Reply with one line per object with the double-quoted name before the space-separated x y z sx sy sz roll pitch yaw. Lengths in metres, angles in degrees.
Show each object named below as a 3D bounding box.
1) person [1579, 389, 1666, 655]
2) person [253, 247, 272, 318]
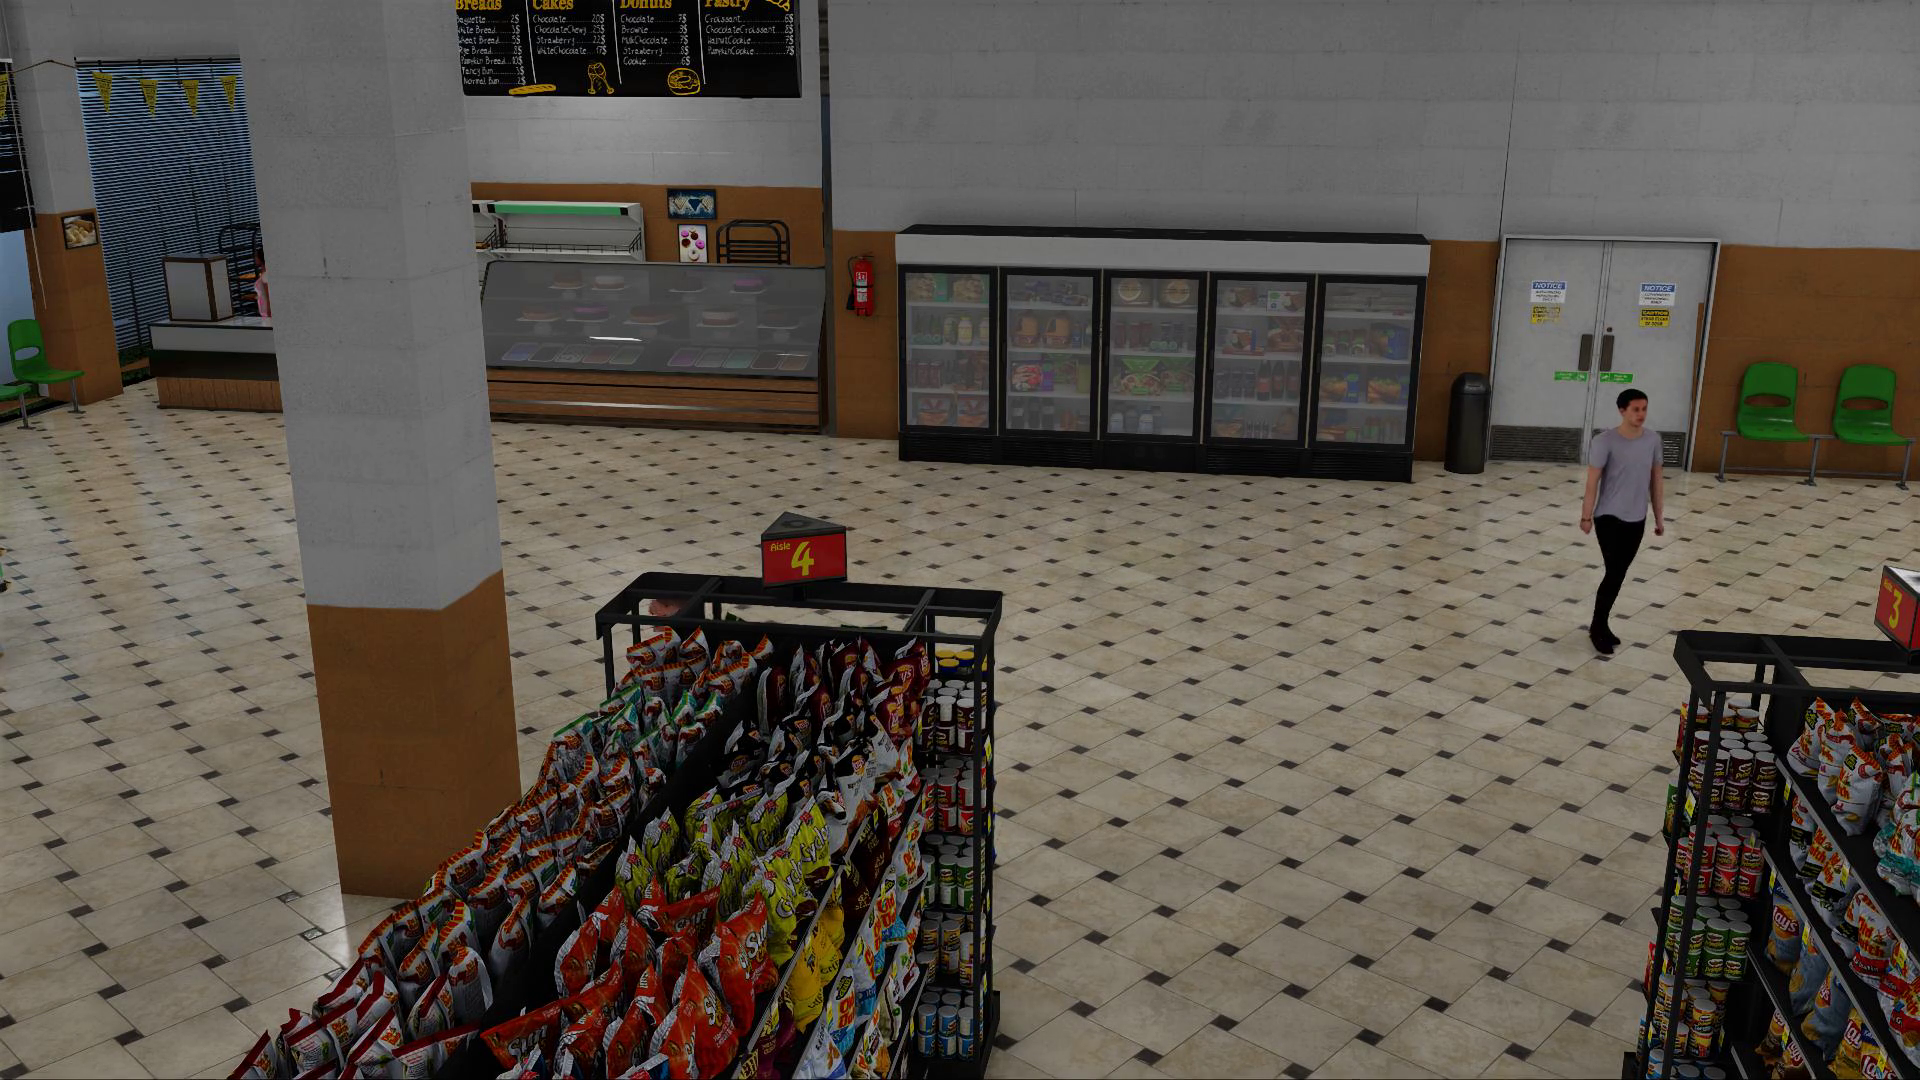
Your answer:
"person" 4.611 -0.166 11.727 0.804 1.847 0.851 -4 17 -14
"person" -8.393 -2.711 20.290 0.706 1.741 0.577 -4 17 -13
